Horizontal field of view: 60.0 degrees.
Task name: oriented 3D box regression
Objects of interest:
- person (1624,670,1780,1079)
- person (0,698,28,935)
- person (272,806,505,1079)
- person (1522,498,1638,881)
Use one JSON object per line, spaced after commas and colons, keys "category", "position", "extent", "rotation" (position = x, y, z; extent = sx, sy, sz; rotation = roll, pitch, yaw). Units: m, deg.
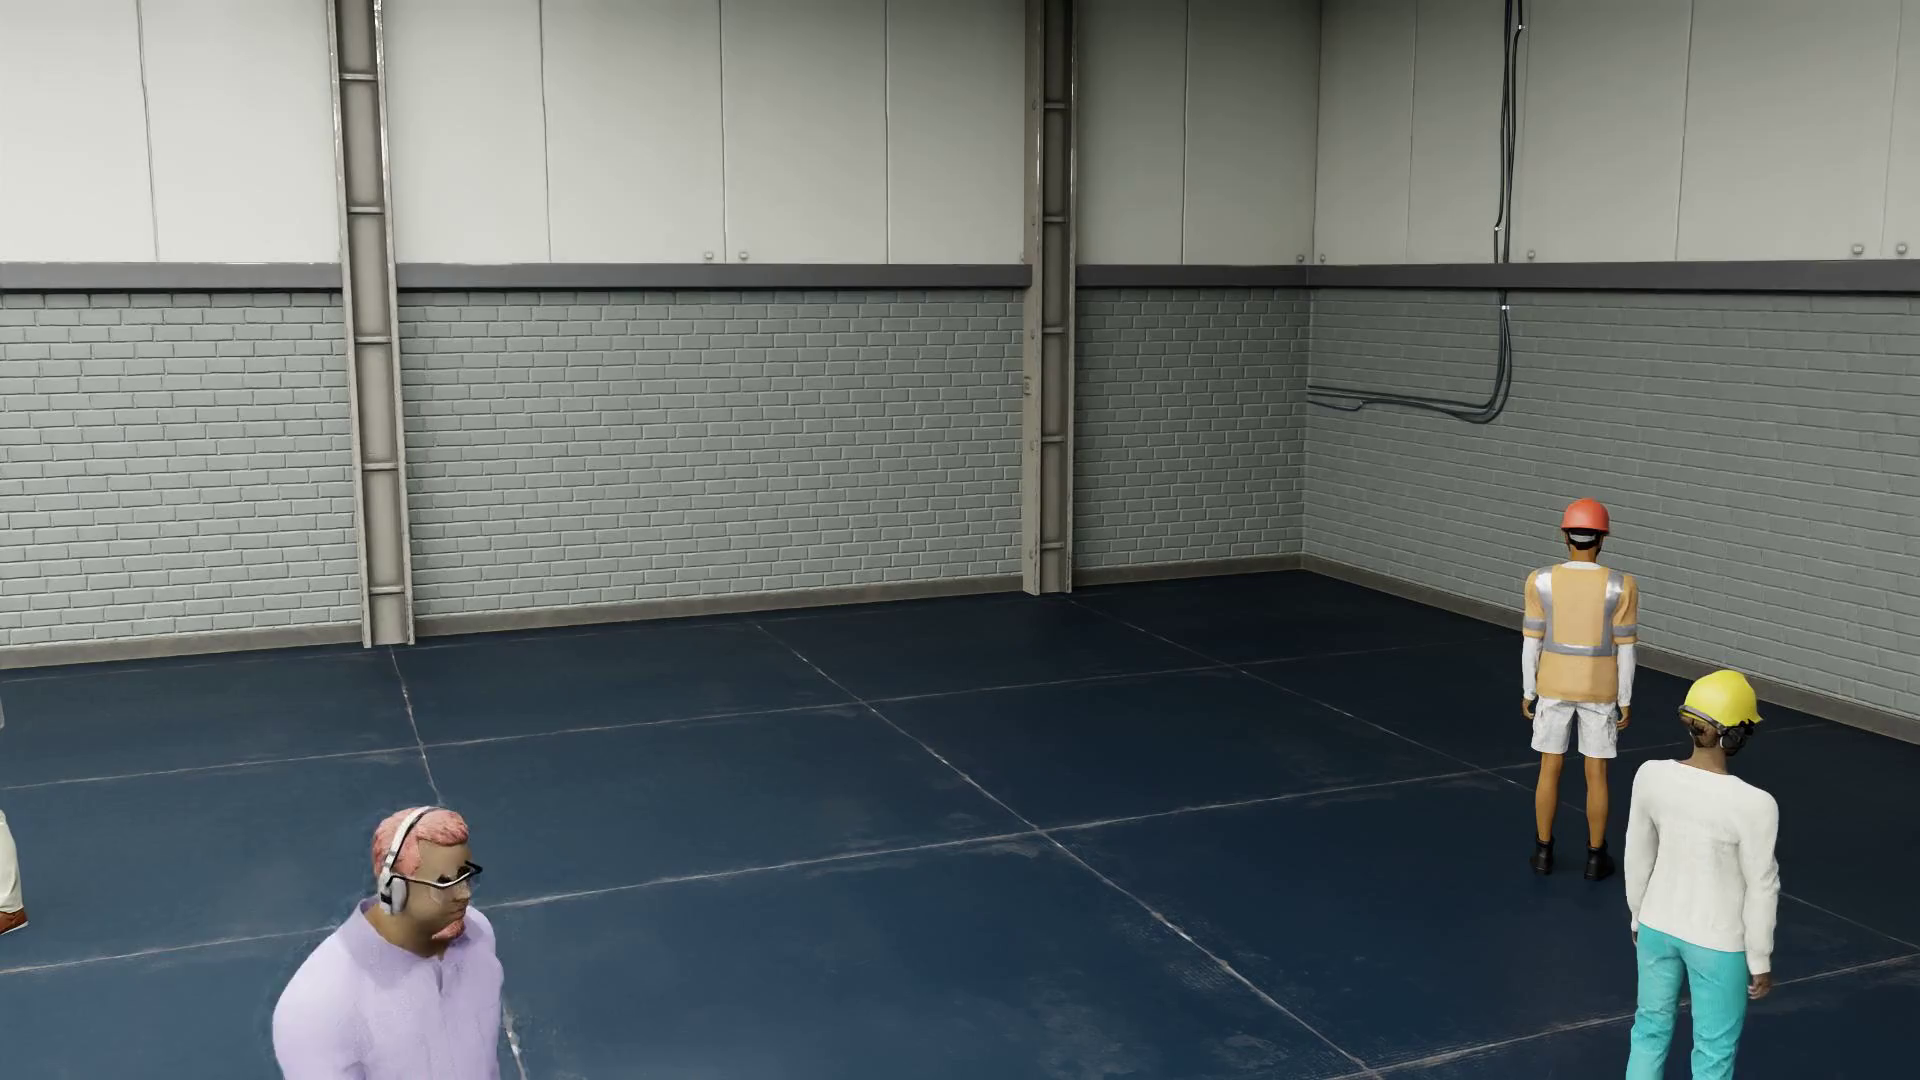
{"category": "person", "position": [2.427, 1.293, 5.456], "extent": [0.331, 1.768, 0.527], "rotation": [-5, 11, -31]}
{"category": "person", "position": [-4.562, 0.903, 7.620], "extent": [0.510, 1.864, 0.312], "rotation": [7, 12, 38]}
{"category": "person", "position": [-1.213, 1.518, 3.808], "extent": [1.024, 1.843, 0.635], "rotation": [5, 10, 30]}
{"category": "person", "position": [3.105, 0.749, 8.368], "extent": [0.542, 1.929, 0.369], "rotation": [4, 10, 25]}
